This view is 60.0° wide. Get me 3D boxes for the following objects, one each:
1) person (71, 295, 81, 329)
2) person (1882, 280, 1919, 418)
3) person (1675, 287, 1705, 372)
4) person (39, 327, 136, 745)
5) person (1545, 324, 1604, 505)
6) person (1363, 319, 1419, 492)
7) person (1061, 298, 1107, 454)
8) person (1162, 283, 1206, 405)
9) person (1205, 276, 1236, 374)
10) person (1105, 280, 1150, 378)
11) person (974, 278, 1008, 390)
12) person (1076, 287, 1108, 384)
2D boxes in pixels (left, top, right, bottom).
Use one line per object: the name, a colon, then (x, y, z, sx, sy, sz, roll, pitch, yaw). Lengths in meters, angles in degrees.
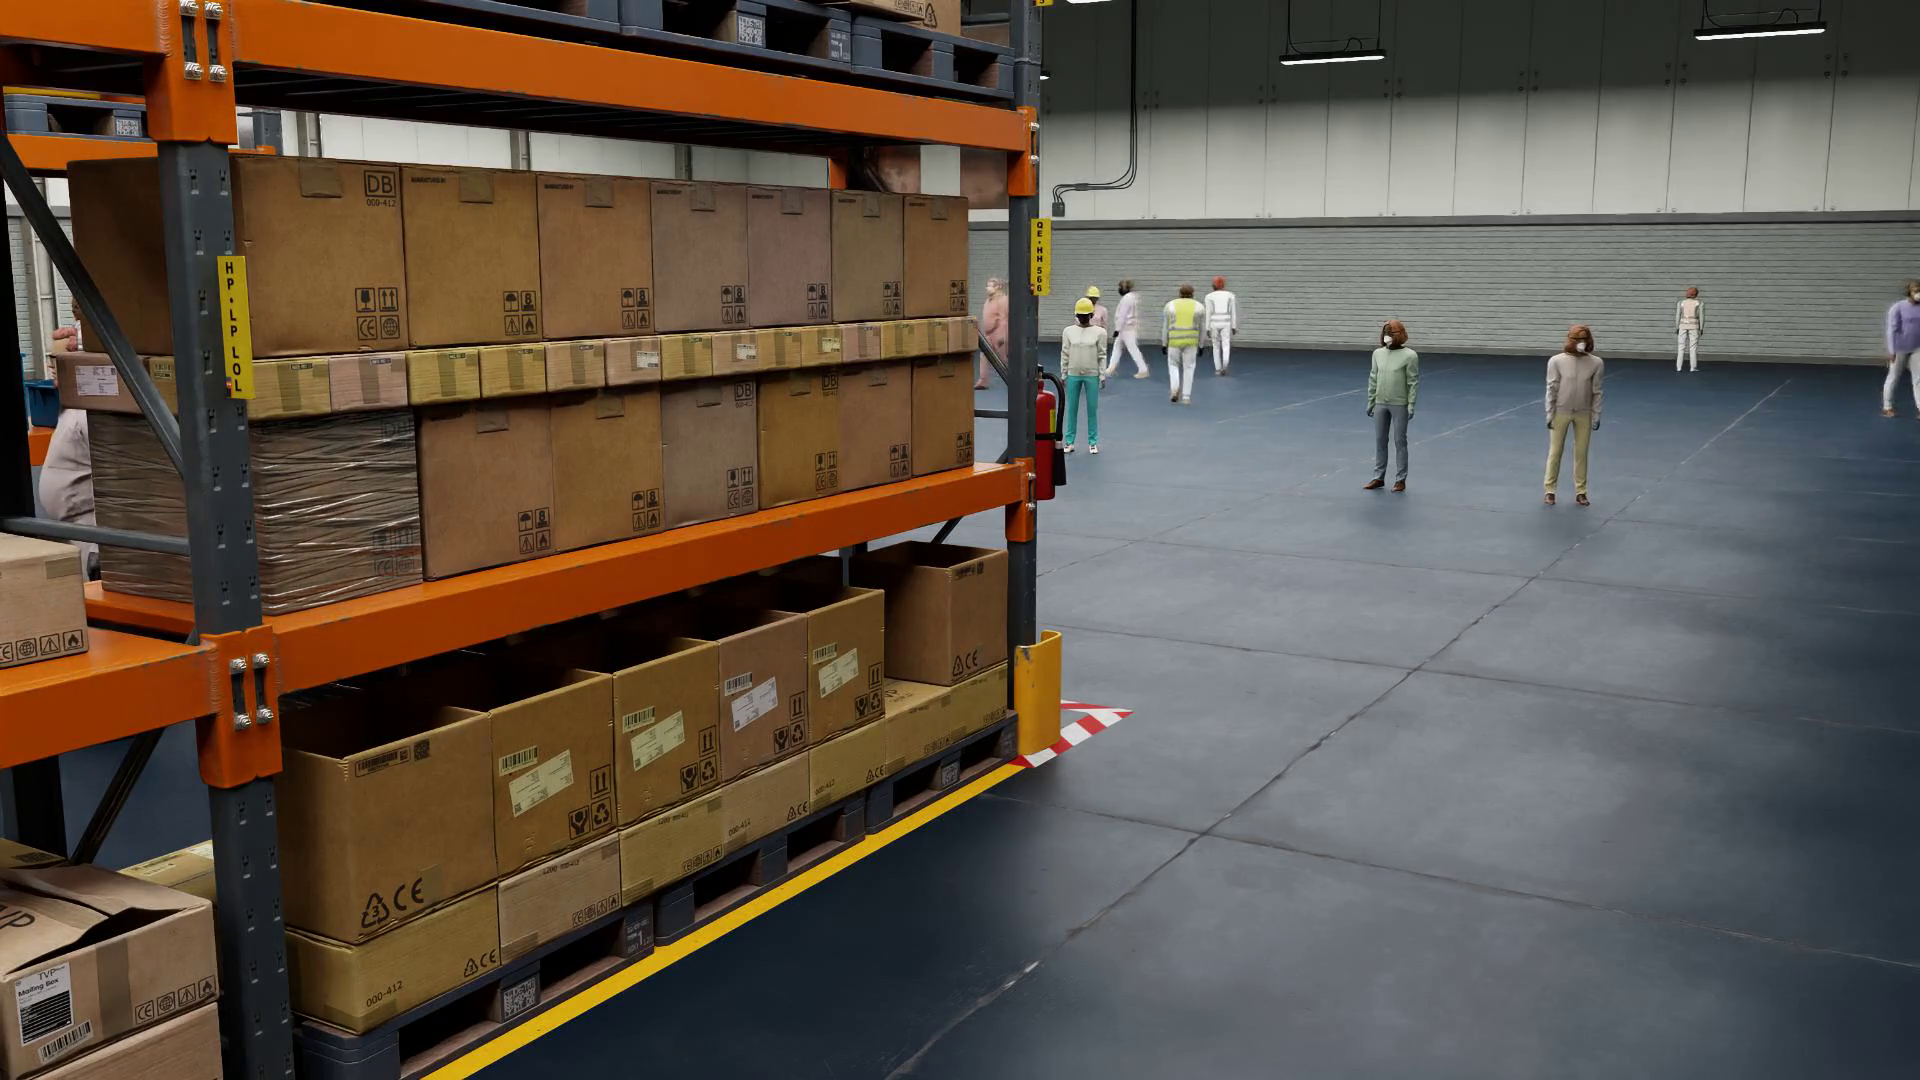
person: (-8.409, -1.454, 16.114, 0.573, 1.883, 0.355, 4, 10, 21)
person: (12.962, -2.576, 22.670, 0.652, 1.883, 1.001, 0, 10, 0)
person: (14.056, -4.053, 32.050, 0.523, 1.636, 0.310, 7, 12, 36)
person: (-3.987, -0.021, 7.657, 0.409, 1.909, 0.639, -6, 11, -32)
person: (5.480, -1.113, 14.881, 0.500, 1.625, 0.292, 1, 10, 5)
person: (4.088, -1.271, 15.767, 0.264, 1.632, 0.508, -9, 13, -43)
person: (1.392, -1.846, 18.779, 0.524, 1.760, 0.327, 2, 10, 12)
person: (3.363, -2.936, 24.956, 0.660, 1.825, 0.463, 1, 10, 7)
person: (4.876, -3.999, 31.088, 0.605, 1.859, 0.759, 0, 10, 1)
person: (3.044, -3.843, 30.376, 0.949, 1.804, 0.630, 1, 10, 8)
person: (0.634, -3.443, 27.801, 0.949, 1.871, 0.647, -6, 11, -31)
person: (2.181, -3.316, 27.512, 0.526, 1.721, 0.923, 1, 10, 8)
